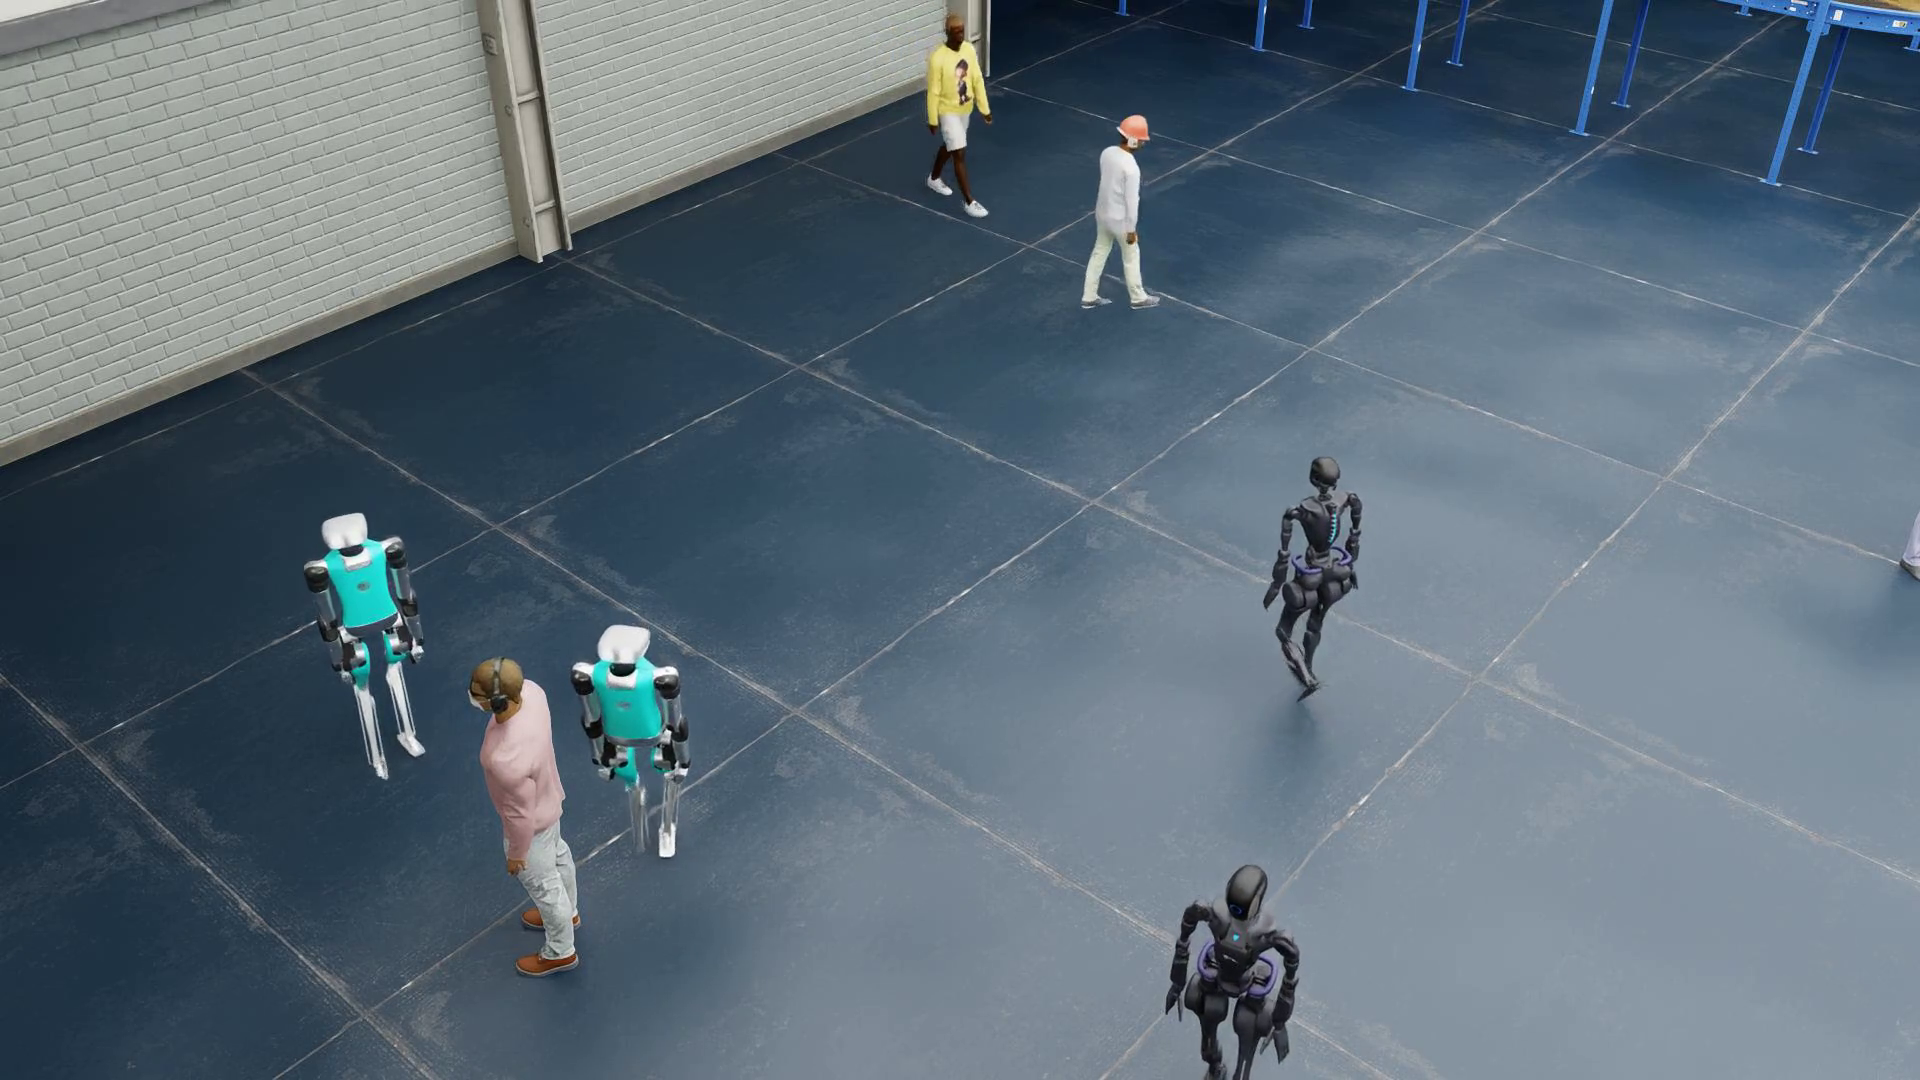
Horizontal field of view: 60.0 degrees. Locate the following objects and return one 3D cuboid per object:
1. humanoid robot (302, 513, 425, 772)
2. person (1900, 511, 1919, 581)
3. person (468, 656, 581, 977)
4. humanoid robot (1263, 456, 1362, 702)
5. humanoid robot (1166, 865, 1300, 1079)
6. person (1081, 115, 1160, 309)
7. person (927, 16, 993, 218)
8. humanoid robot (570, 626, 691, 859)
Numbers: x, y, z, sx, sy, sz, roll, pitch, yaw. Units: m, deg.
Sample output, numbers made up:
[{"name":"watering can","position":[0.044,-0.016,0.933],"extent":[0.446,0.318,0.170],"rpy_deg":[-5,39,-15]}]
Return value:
[{"name":"humanoid robot","position":[-3.328,0.533,9.382],"extent":[0.532,1.806,0.674],"rpy_deg":[-19,39,-24]},{"name":"person","position":[6.597,-0.573,10.840],"extent":[0.562,1.838,0.389],"rpy_deg":[-21,41,-27]},{"name":"person","position":[-2.106,1.332,8.080],"extent":[0.373,1.940,0.630],"rpy_deg":[-3,36,-4]},{"name":"humanoid robot","position":[2.148,0.251,9.827],"extent":[0.616,1.634,0.526],"rpy_deg":[-13,37,-17]},{"name":"humanoid robot","position":[1.180,2.042,7.314],"extent":[0.589,1.635,0.599],"rpy_deg":[15,38,20]},{"name":"person","position":[1.375,-2.735,13.976],"extent":[0.568,1.727,0.580],"rpy_deg":[-14,38,-19]},{"name":"person","position":[-0.032,-4.037,15.695],"extent":[0.552,1.849,0.999],"rpy_deg":[-28,44,-34]},{"name":"humanoid robot","position":[-1.627,1.050,8.696],"extent":[0.534,1.821,0.788],"rpy_deg":[1,35,2]}]
